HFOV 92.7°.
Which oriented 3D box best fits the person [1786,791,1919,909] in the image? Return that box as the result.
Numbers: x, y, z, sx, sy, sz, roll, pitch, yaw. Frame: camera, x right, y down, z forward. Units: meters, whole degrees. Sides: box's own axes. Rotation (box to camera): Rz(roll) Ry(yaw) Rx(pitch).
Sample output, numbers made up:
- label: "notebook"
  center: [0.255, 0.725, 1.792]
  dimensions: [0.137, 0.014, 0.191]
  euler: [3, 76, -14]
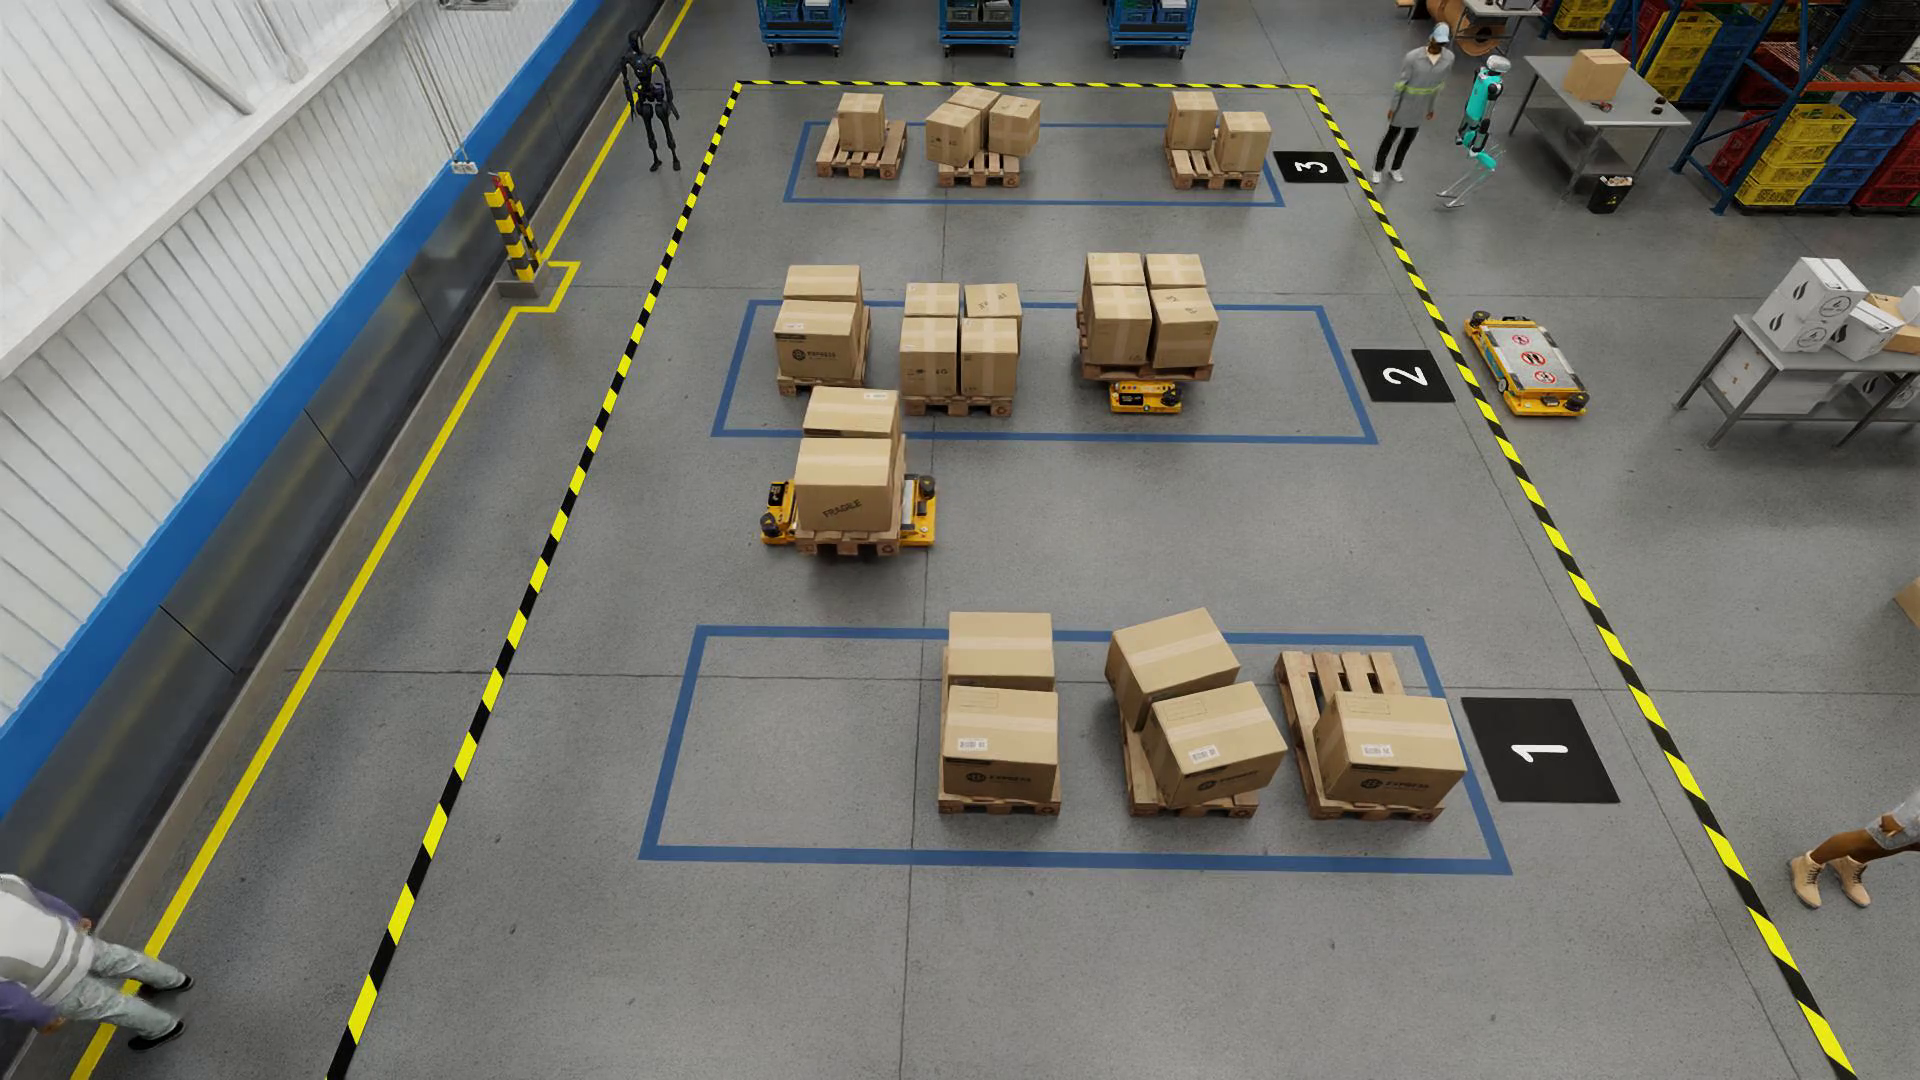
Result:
- label: "person"
  center: [5.485, 1.539, 5.035]
  dimensions: [0.613, 2.031, 0.394]
  euler: [0, 49, 0]

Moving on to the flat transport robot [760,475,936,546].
- label: "flat transport robot"
  center: [-0.929, -0.267, 7.746]
  dimensions: [1.431, 0.197, 0.652]
  euler: [1, 49, 1]

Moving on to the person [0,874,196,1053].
- label: "person"
  center: [-4.607, 2.160, 4.629]
  dimensions: [0.404, 1.829, 0.599]
  euler: [-13, 50, -11]

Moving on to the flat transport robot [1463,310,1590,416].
- label: "flat transport robot"
  center: [5.573, -1.757, 9.054]
  dimensions: [0.659, 0.231, 1.431]
  euler: [1, 49, 1]

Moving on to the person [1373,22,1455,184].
- label: "person"
  center: [5.443, -5.196, 10.999]
  dimensions: [0.592, 1.852, 0.388]
  euler: [0, 49, 0]

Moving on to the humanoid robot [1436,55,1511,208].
- label: "humanoid robot"
  center: [6.042, -4.652, 10.499]
  dimensions: [0.735, 1.677, 0.533]
  euler: [0, 49, 0]

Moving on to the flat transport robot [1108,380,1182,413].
- label: "flat transport robot"
  center: [1.773, -1.807, 9.079]
  dimensions: [0.652, 0.197, 1.431]
  euler: [1, 49, 1]

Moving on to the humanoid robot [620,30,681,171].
- label: "humanoid robot"
  center: [-3.769, -5.360, 11.231]
  dimensions: [0.599, 1.657, 0.315]
  euler: [-1, 49, -1]
